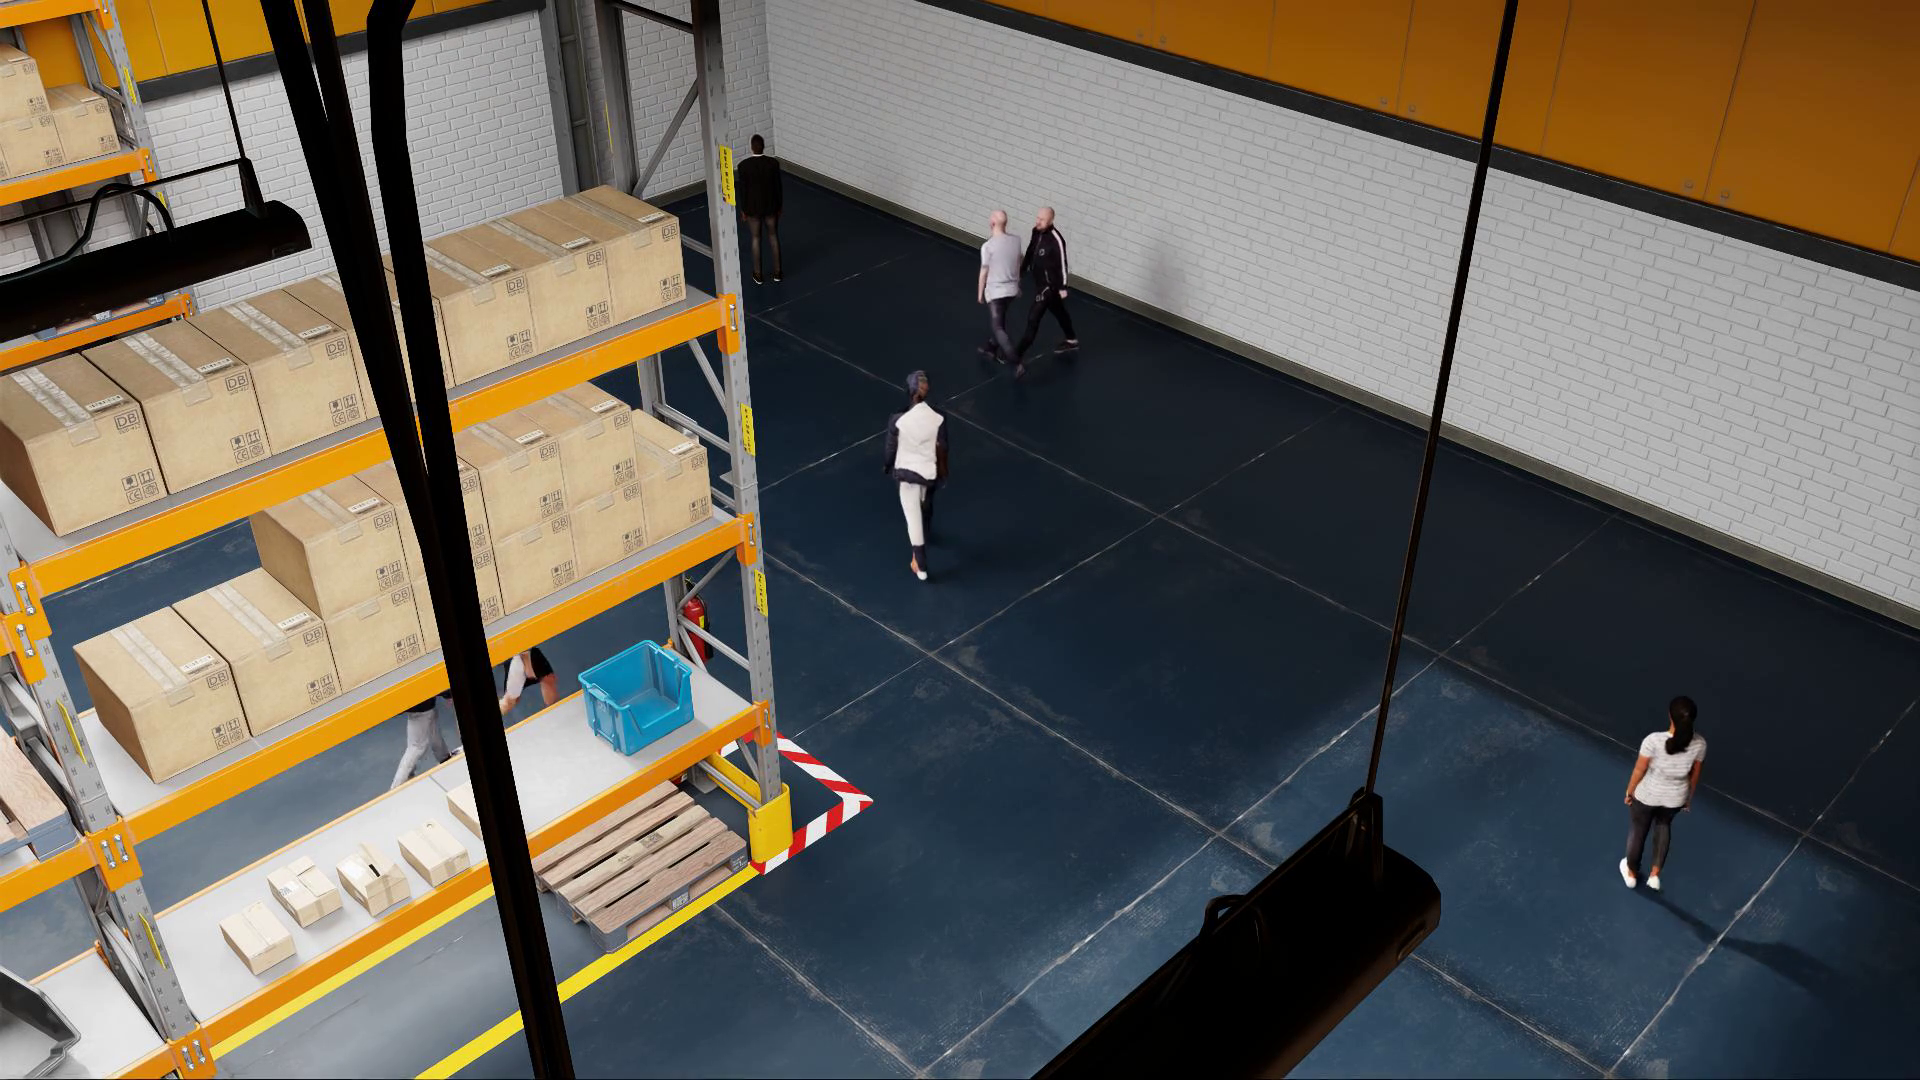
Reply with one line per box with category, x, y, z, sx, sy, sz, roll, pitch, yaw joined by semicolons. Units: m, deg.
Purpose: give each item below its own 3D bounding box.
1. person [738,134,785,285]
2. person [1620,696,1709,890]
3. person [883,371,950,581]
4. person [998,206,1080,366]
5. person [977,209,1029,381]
person;-2.305;-3.868;19.401;0.677;1.800;0.800;-9;35;-13
person;4.690;1.754;11.090;0.746;1.637;0.809;3;34;5
person;-0.351;-0.510;14.304;1.164;1.849;1.124;-7;34;-11
person;1.020;-2.696;17.669;1.352;1.765;1.035;-12;35;-17
person;0.472;-2.536;17.394;1.175;1.802;0.828;-24;40;-31
